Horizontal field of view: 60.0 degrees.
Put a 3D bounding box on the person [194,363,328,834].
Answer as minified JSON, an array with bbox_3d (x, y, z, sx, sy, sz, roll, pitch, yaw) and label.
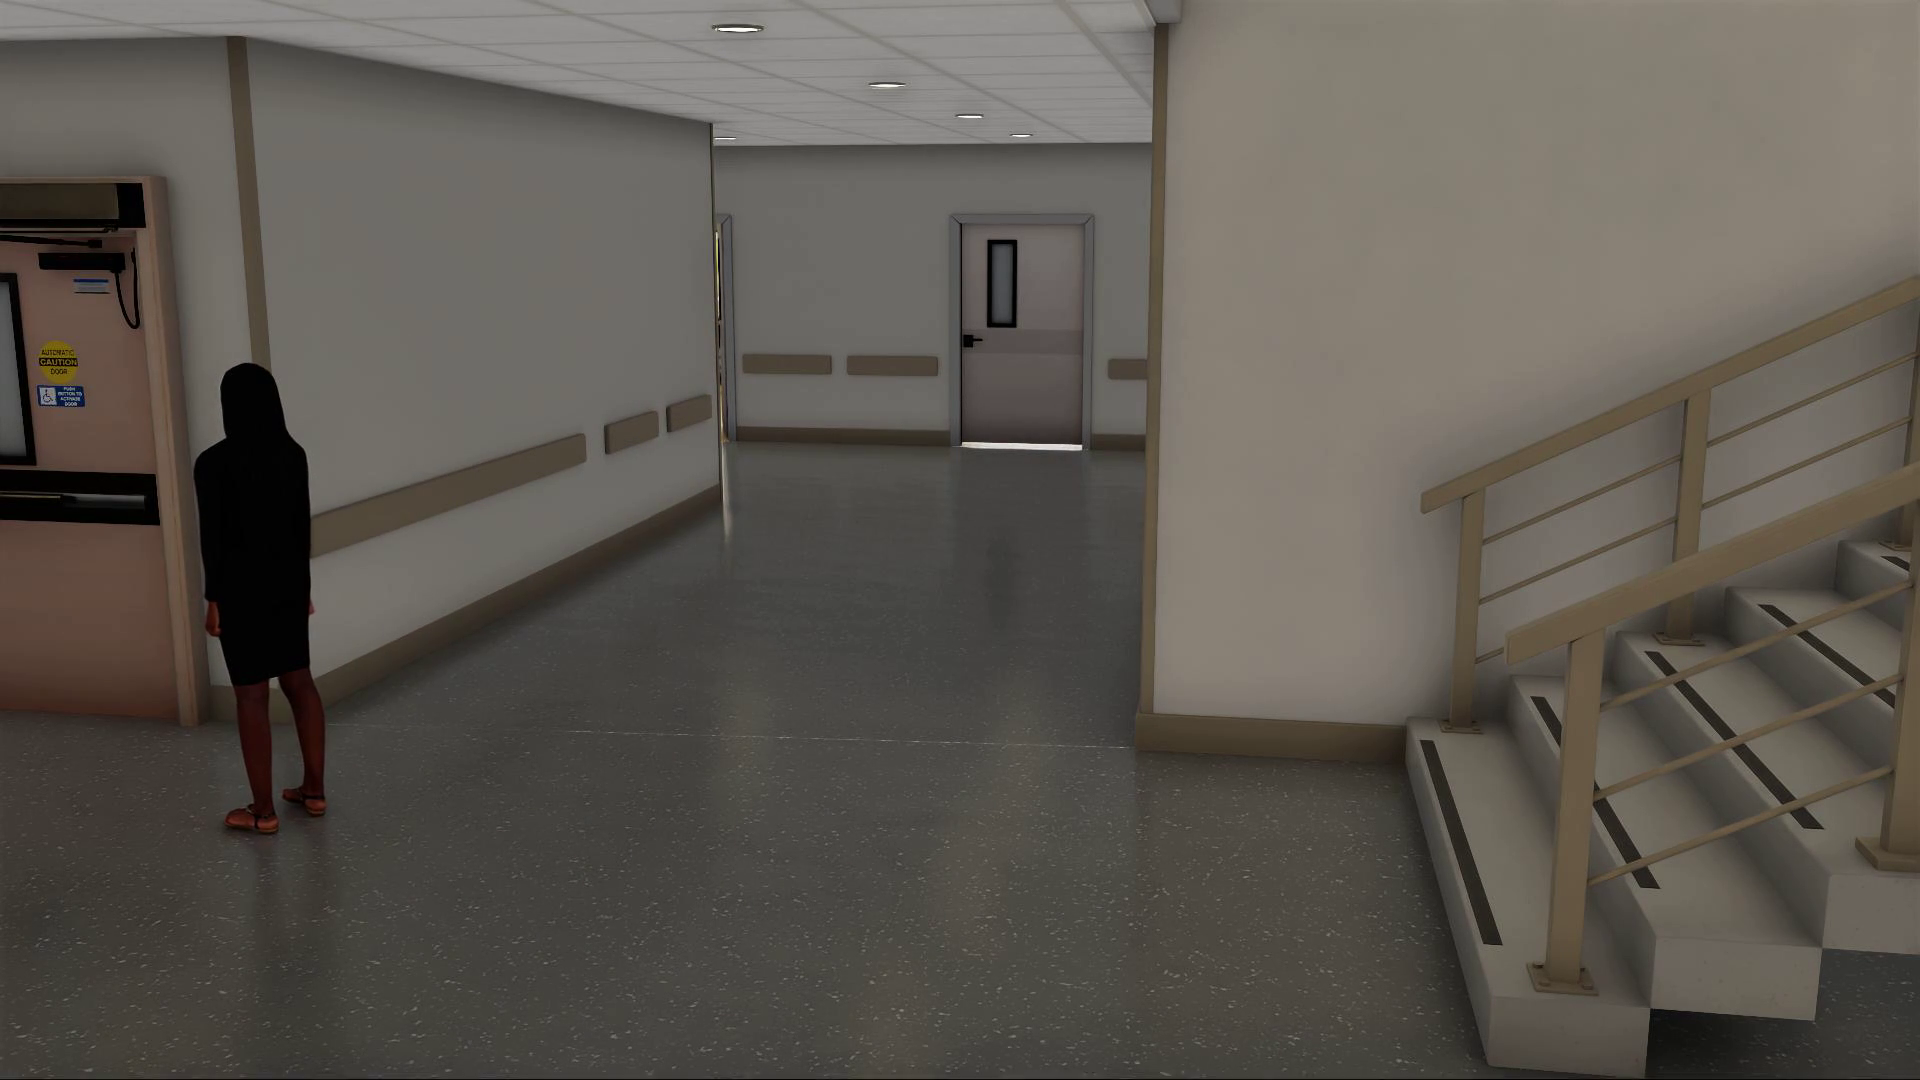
[{"bbox_3d":[-2.579,0.205,6.151,0.605,1.721,0.659,6,12,29],"label":"person"}]
